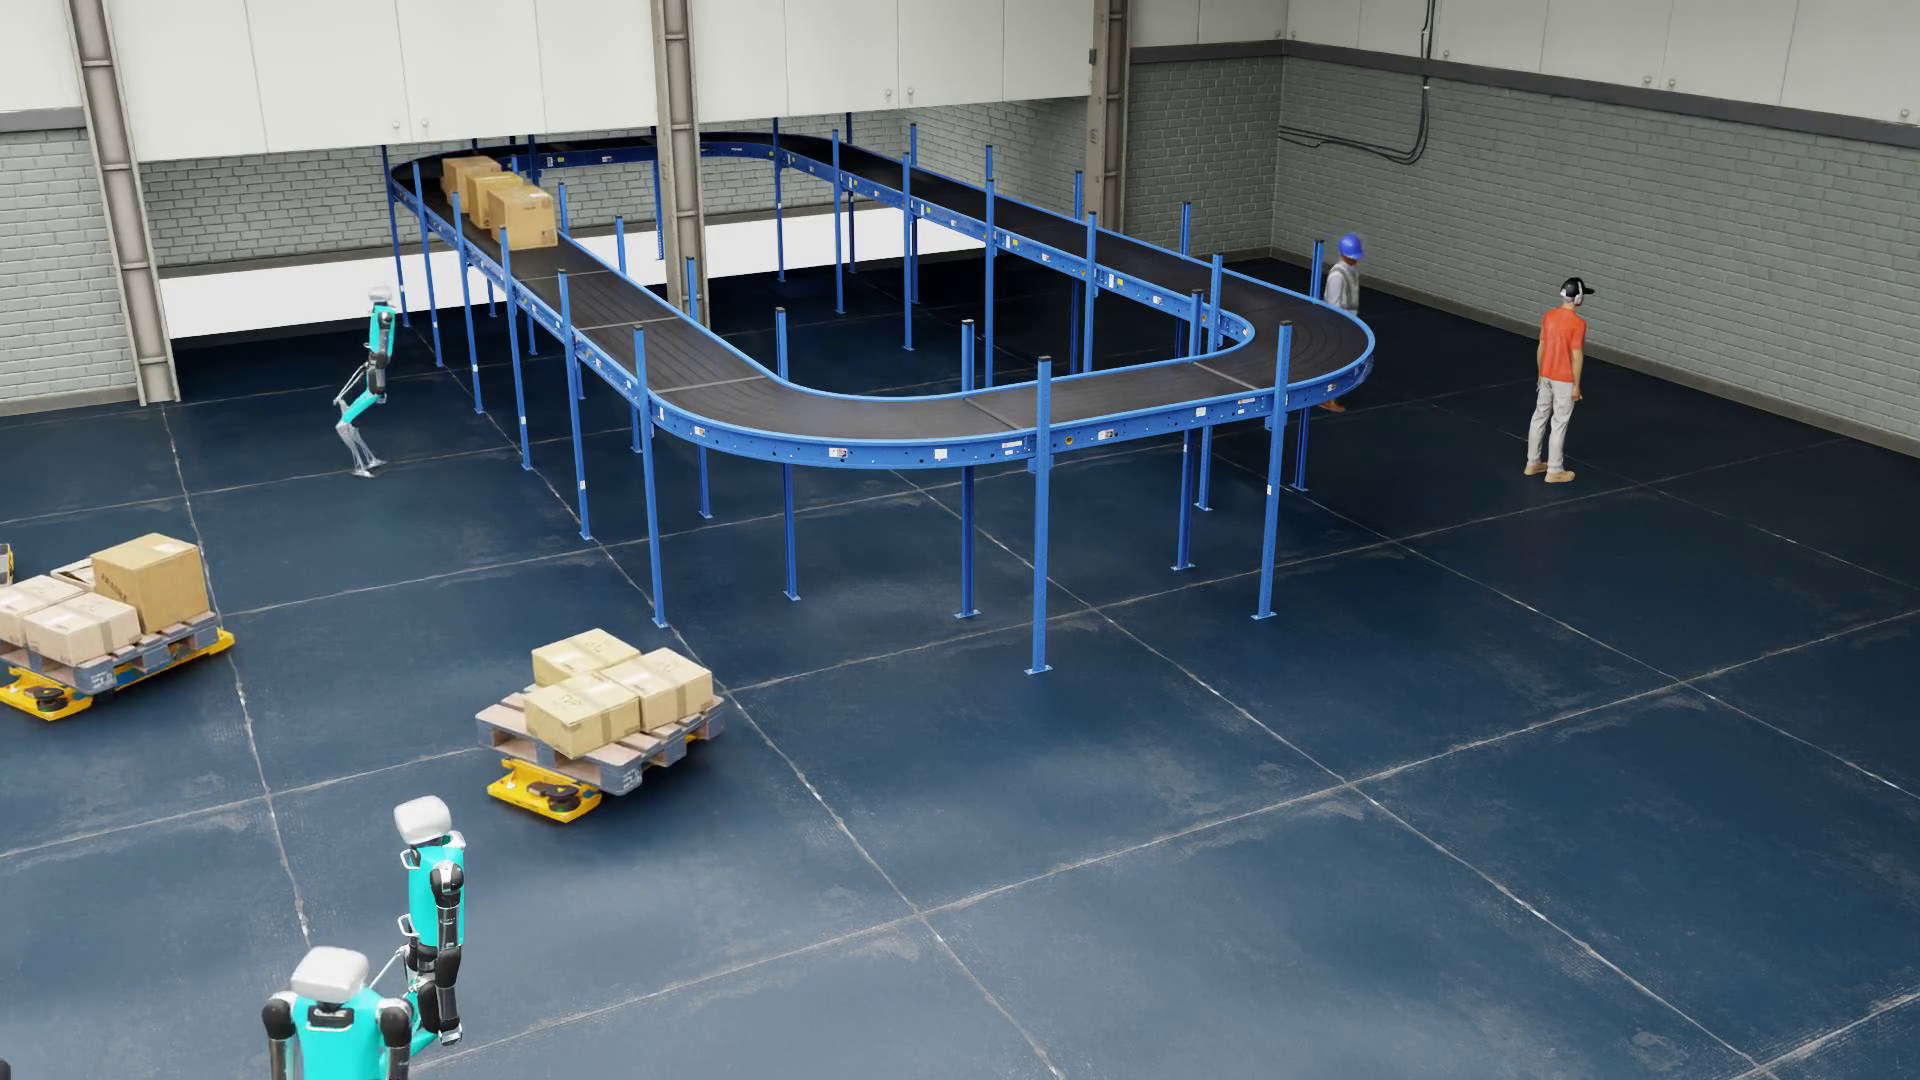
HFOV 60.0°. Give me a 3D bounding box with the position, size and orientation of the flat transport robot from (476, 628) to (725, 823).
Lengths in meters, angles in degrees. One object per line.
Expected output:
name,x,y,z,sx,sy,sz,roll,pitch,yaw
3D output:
flat transport robot,-2.247,1.332,10.584,0.659,0.231,1.431,13,25,29

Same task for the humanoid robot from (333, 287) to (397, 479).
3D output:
humanoid robot,-5.616,-1.457,15.500,0.858,1.751,0.562,-8,23,-20

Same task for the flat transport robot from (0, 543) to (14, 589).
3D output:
flat transport robot,-7.754,0.374,12.950,0.659,0.231,1.431,-11,25,-26

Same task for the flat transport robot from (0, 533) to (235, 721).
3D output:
flat transport robot,-6.009,0.844,11.789,0.659,0.231,1.431,13,25,29

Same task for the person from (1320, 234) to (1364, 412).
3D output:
person,3.911,-2.272,17.325,0.532,1.901,0.716,10,24,23

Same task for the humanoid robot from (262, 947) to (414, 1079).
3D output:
humanoid robot,-2.277,2.418,5.966,0.609,1.802,0.839,0,22,-1

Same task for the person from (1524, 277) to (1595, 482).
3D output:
person,5.558,-1.487,15.363,0.399,1.910,0.483,-11,25,-26

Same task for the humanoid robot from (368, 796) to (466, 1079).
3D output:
humanoid robot,-2.397,1.909,7.026,0.735,1.673,0.533,-11,25,-26

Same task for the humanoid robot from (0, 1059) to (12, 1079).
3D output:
humanoid robot,-3.292,2.491,5.893,0.616,1.620,0.770,14,26,31
